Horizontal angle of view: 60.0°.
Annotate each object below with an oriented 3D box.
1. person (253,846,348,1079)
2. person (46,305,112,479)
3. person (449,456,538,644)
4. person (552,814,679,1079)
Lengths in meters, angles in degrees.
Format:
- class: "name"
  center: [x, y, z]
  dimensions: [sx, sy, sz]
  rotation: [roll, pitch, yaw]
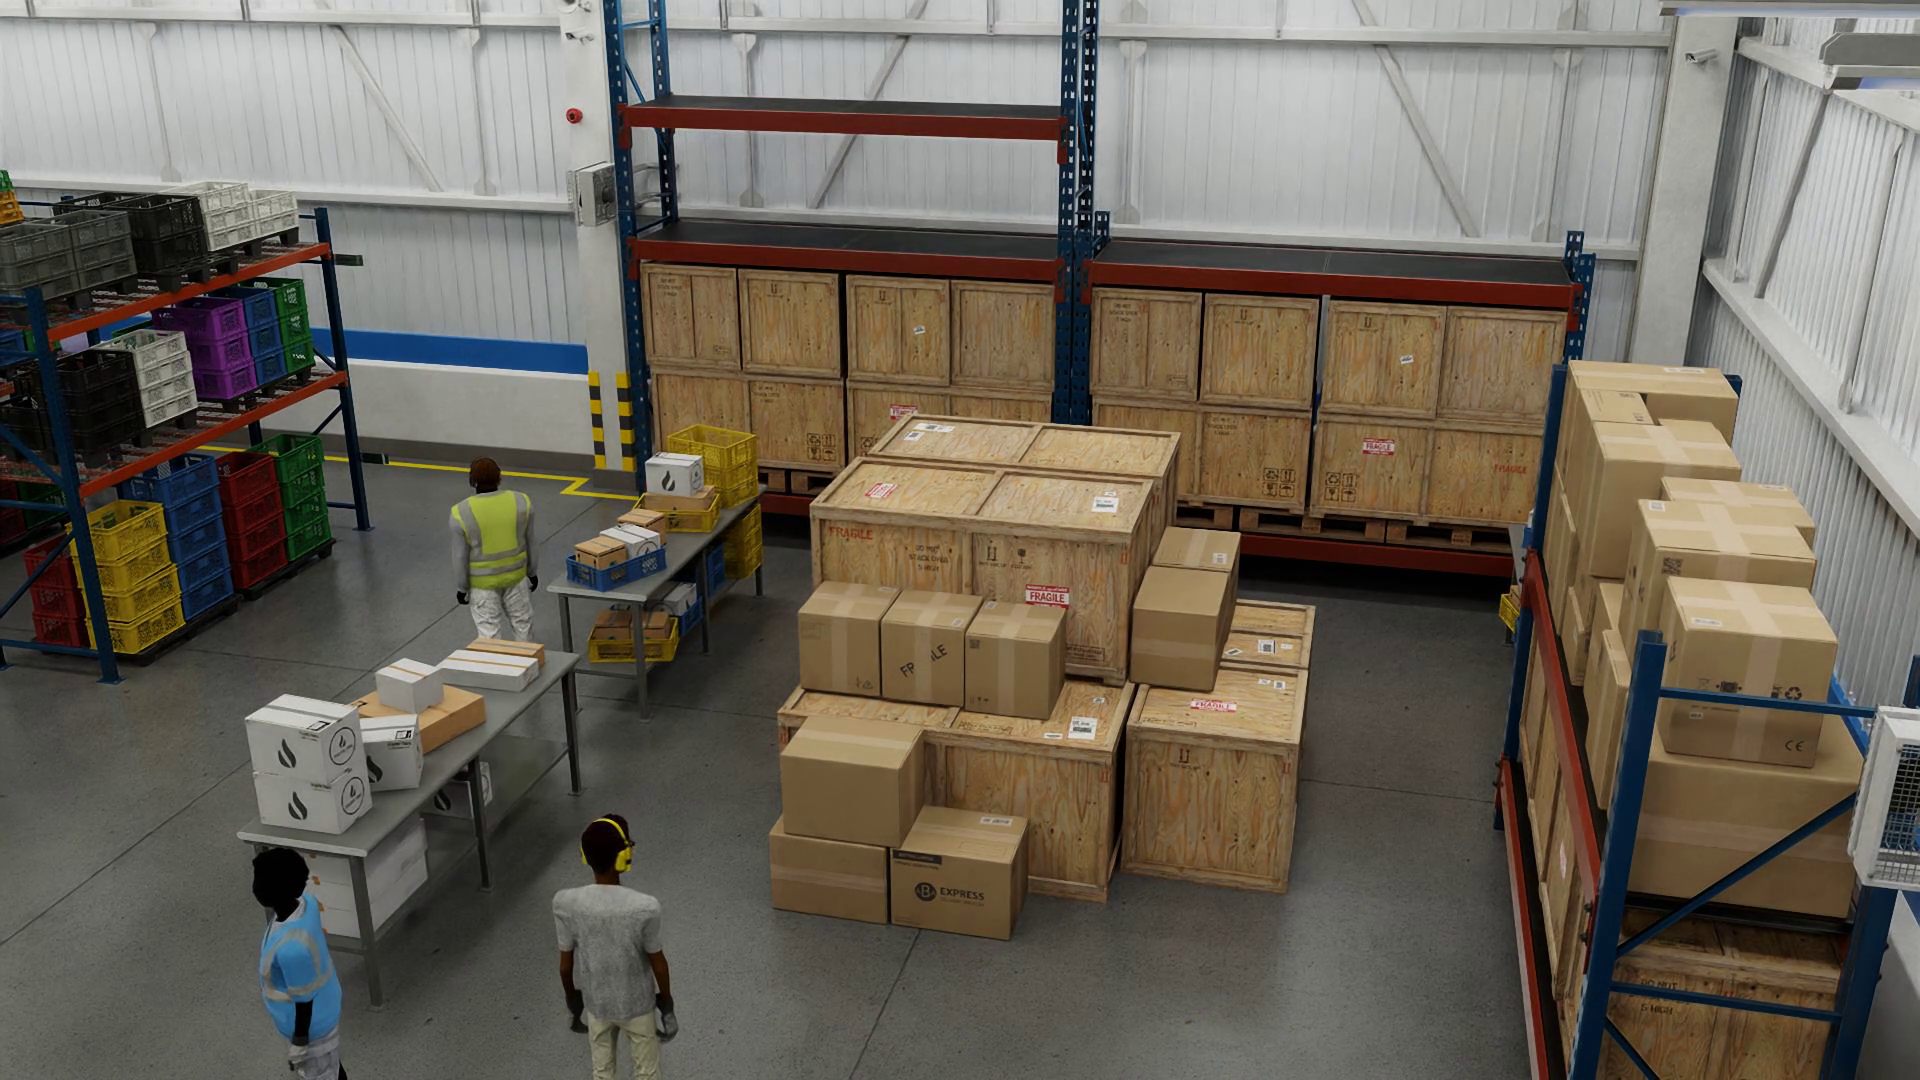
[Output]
- class: "person"
  center: [-2.935, 2.128, 7.453]
  dimensions: [0.320, 1.698, 0.531]
  rotation: [-7, 22, -17]
- class: "person"
  center: [-8.739, -1.447, 16.485]
  dimensions: [0.371, 1.934, 0.627]
  rotation: [3, 21, 7]
- class: "person"
  center: [-3.373, 0.276, 12.102]
  dimensions: [0.633, 1.841, 0.429]
  rotation: [-13, 25, -31]
- class: "person"
  center: [-1.506, 2.069, 7.381]
  dimensions: [0.518, 1.865, 0.326]
  rotation: [2, 21, 5]
